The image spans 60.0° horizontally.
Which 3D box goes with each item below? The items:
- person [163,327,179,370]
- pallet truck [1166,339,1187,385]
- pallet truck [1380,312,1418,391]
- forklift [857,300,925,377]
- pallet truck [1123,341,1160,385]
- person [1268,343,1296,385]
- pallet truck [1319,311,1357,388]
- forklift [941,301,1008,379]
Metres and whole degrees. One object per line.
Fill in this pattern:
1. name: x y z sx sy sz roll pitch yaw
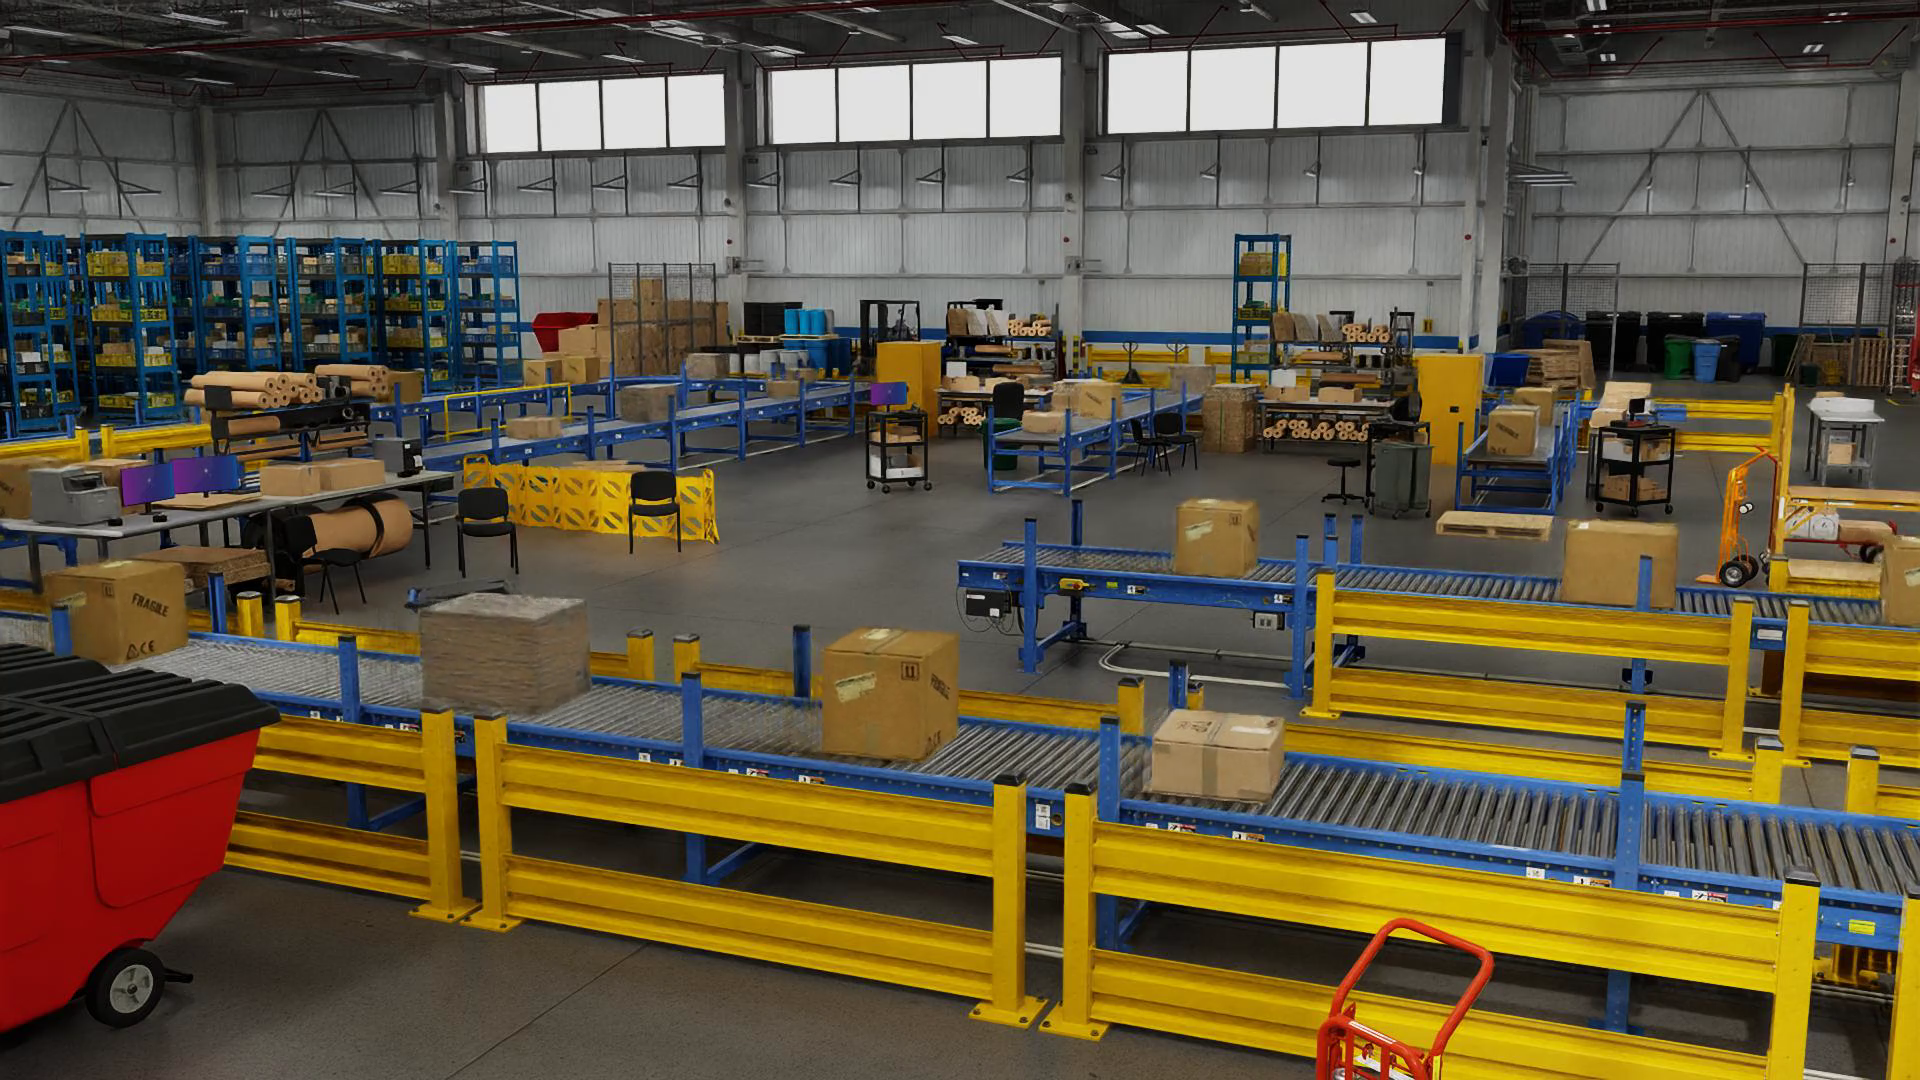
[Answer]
1. person: -17.657 -4.030 37.293 0.393 1.846 0.564 -9 13 -44
2. pallet truck: 5.418 -4.269 40.420 0.704 1.261 1.522 3 10 20
3. pallet truck: 10.207 -4.283 38.369 0.823 1.965 1.885 3 10 20
4. forklift: -1.732 -5.109 42.468 1.157 1.987 2.680 4 10 22
5. pallet truck: 4.445 -4.380 41.279 0.680 1.201 1.601 4 10 22
6. person: 7.483 -4.272 38.715 0.865 1.867 0.629 7 12 38
7. pallet truck: 9.071 -4.419 39.190 0.823 1.965 1.885 5 10 26
8. forklift: 0.365 -4.966 41.571 1.157 1.987 2.680 3 10 20
